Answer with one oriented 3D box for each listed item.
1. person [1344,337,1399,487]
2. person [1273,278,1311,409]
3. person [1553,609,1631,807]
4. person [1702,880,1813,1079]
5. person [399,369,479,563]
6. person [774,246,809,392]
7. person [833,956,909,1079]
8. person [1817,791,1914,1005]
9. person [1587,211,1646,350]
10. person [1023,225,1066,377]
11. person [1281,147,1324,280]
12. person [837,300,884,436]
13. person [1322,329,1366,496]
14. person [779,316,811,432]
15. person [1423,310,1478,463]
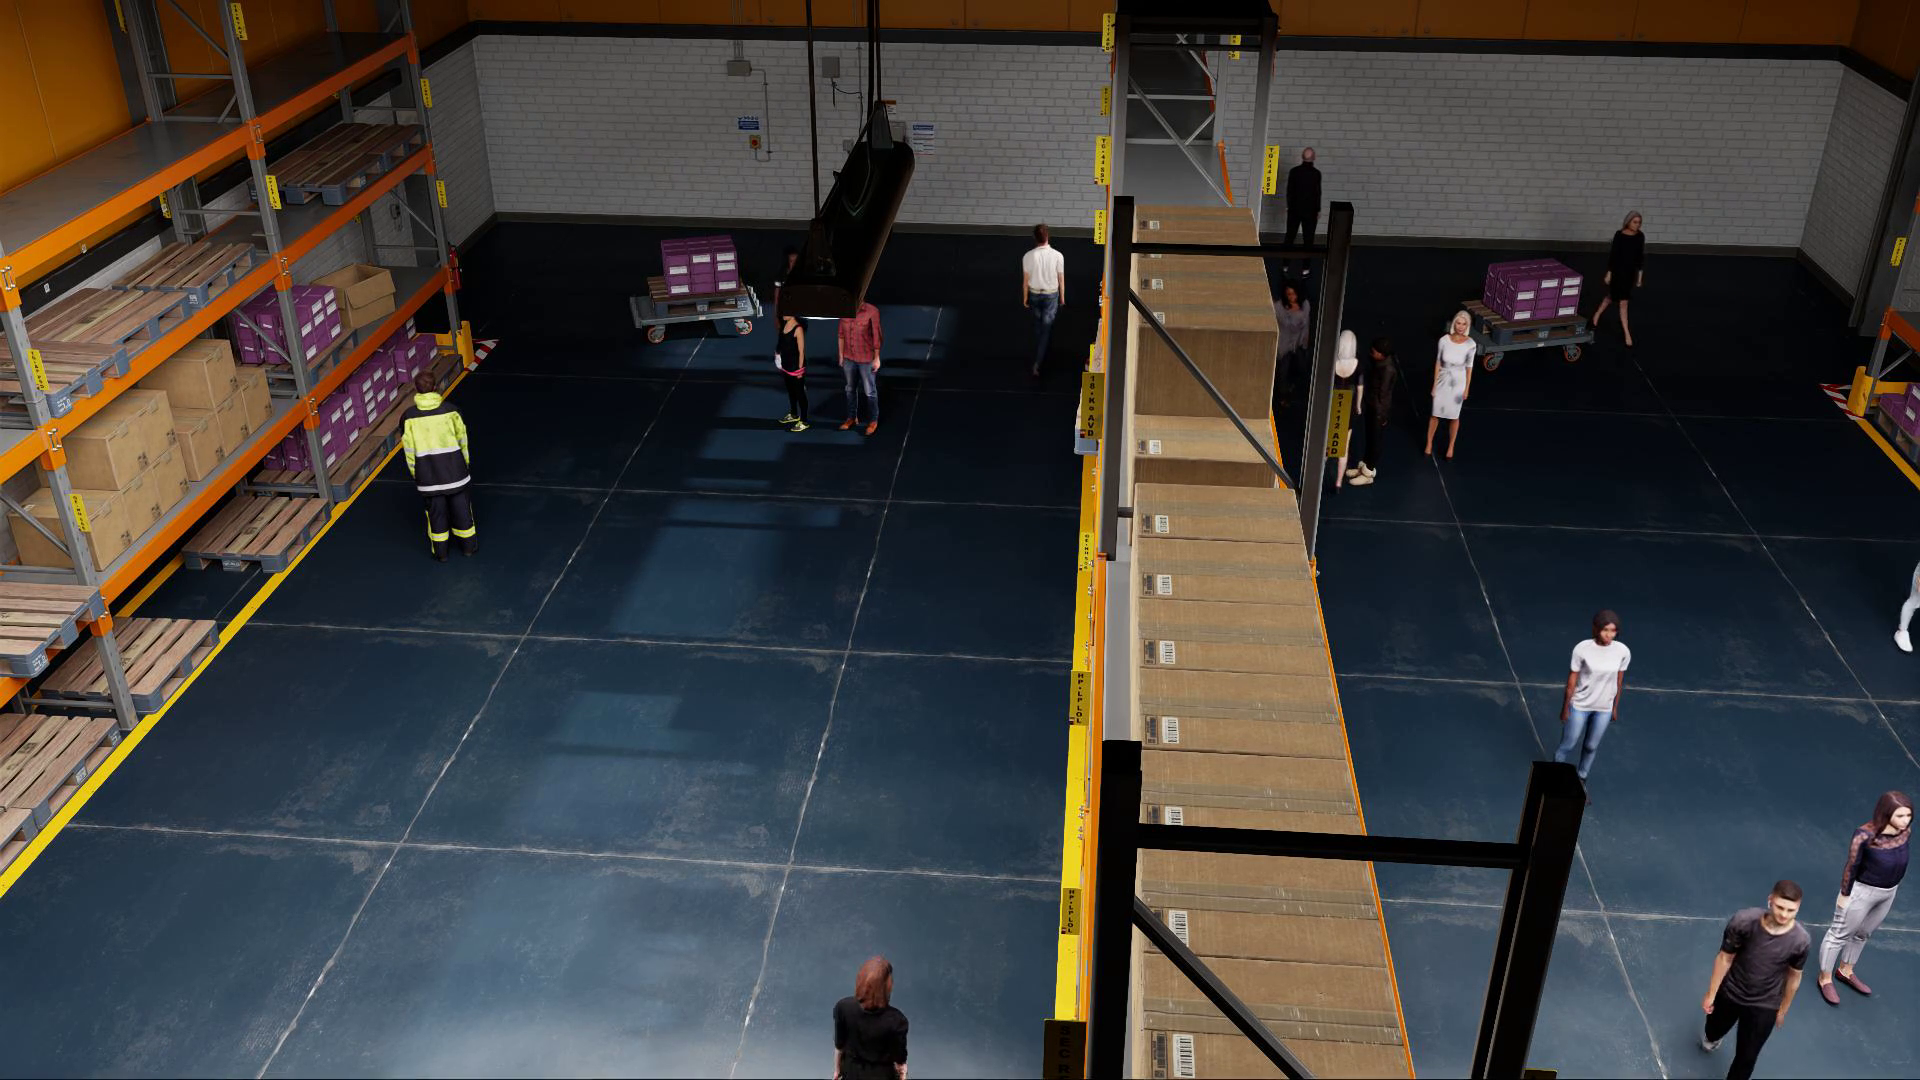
[{"bbox_3d":[4.466,-1.391,17.749,0.665,1.661,0.601,15,32,26],"label":"person"},{"bbox_3d":[3.864,-2.359,19.602,0.736,1.587,0.817,-7,29,-12],"label":"person"},{"bbox_3d":[4.837,1.285,12.783,0.591,1.719,0.512,1,29,2],"label":"person"},{"bbox_3d":[4.793,2.724,10.116,0.892,1.746,1.118,14,31,23],"label":"person"},{"bbox_3d":[-5.074,-0.731,16.203,0.868,1.983,0.846,-12,31,-21],"label":"person"},{"bbox_3d":[-2.058,-2.706,20.109,0.934,1.709,1.180,-9,30,-16],"label":"person"},{"bbox_3d":[-0.531,3.131,9.428,0.686,1.691,0.807,8,30,15],"label":"person"},{"bbox_3d":[5.992,2.341,10.962,0.675,1.608,0.673,-9,30,-17],"label":"person"},{"bbox_3d":[8.457,-3.383,21.369,0.856,1.691,1.230,-7,29,-13],"label":"person"},{"bbox_3d":[1.011,-2.906,20.363,0.801,1.817,1.268,7,29,13],"label":"person"},{"bbox_3d":[4.840,-4.631,23.510,0.750,1.832,0.718,14,31,23],"label":"person"},{"bbox_3d":[-1.137,-2.097,18.866,0.758,1.830,0.675,12,31,21],"label":"person"},{"bbox_3d":[4.006,-1.340,17.480,0.626,1.829,0.756,4,29,8],"label":"person"},{"bbox_3d":[-1.902,-2.022,19.019,0.684,1.553,0.605,-17,33,-29],"label":"person"},{"bbox_3d":[5.371,-1.702,18.228,0.618,1.748,0.598,10,30,18],"label":"person"}]
